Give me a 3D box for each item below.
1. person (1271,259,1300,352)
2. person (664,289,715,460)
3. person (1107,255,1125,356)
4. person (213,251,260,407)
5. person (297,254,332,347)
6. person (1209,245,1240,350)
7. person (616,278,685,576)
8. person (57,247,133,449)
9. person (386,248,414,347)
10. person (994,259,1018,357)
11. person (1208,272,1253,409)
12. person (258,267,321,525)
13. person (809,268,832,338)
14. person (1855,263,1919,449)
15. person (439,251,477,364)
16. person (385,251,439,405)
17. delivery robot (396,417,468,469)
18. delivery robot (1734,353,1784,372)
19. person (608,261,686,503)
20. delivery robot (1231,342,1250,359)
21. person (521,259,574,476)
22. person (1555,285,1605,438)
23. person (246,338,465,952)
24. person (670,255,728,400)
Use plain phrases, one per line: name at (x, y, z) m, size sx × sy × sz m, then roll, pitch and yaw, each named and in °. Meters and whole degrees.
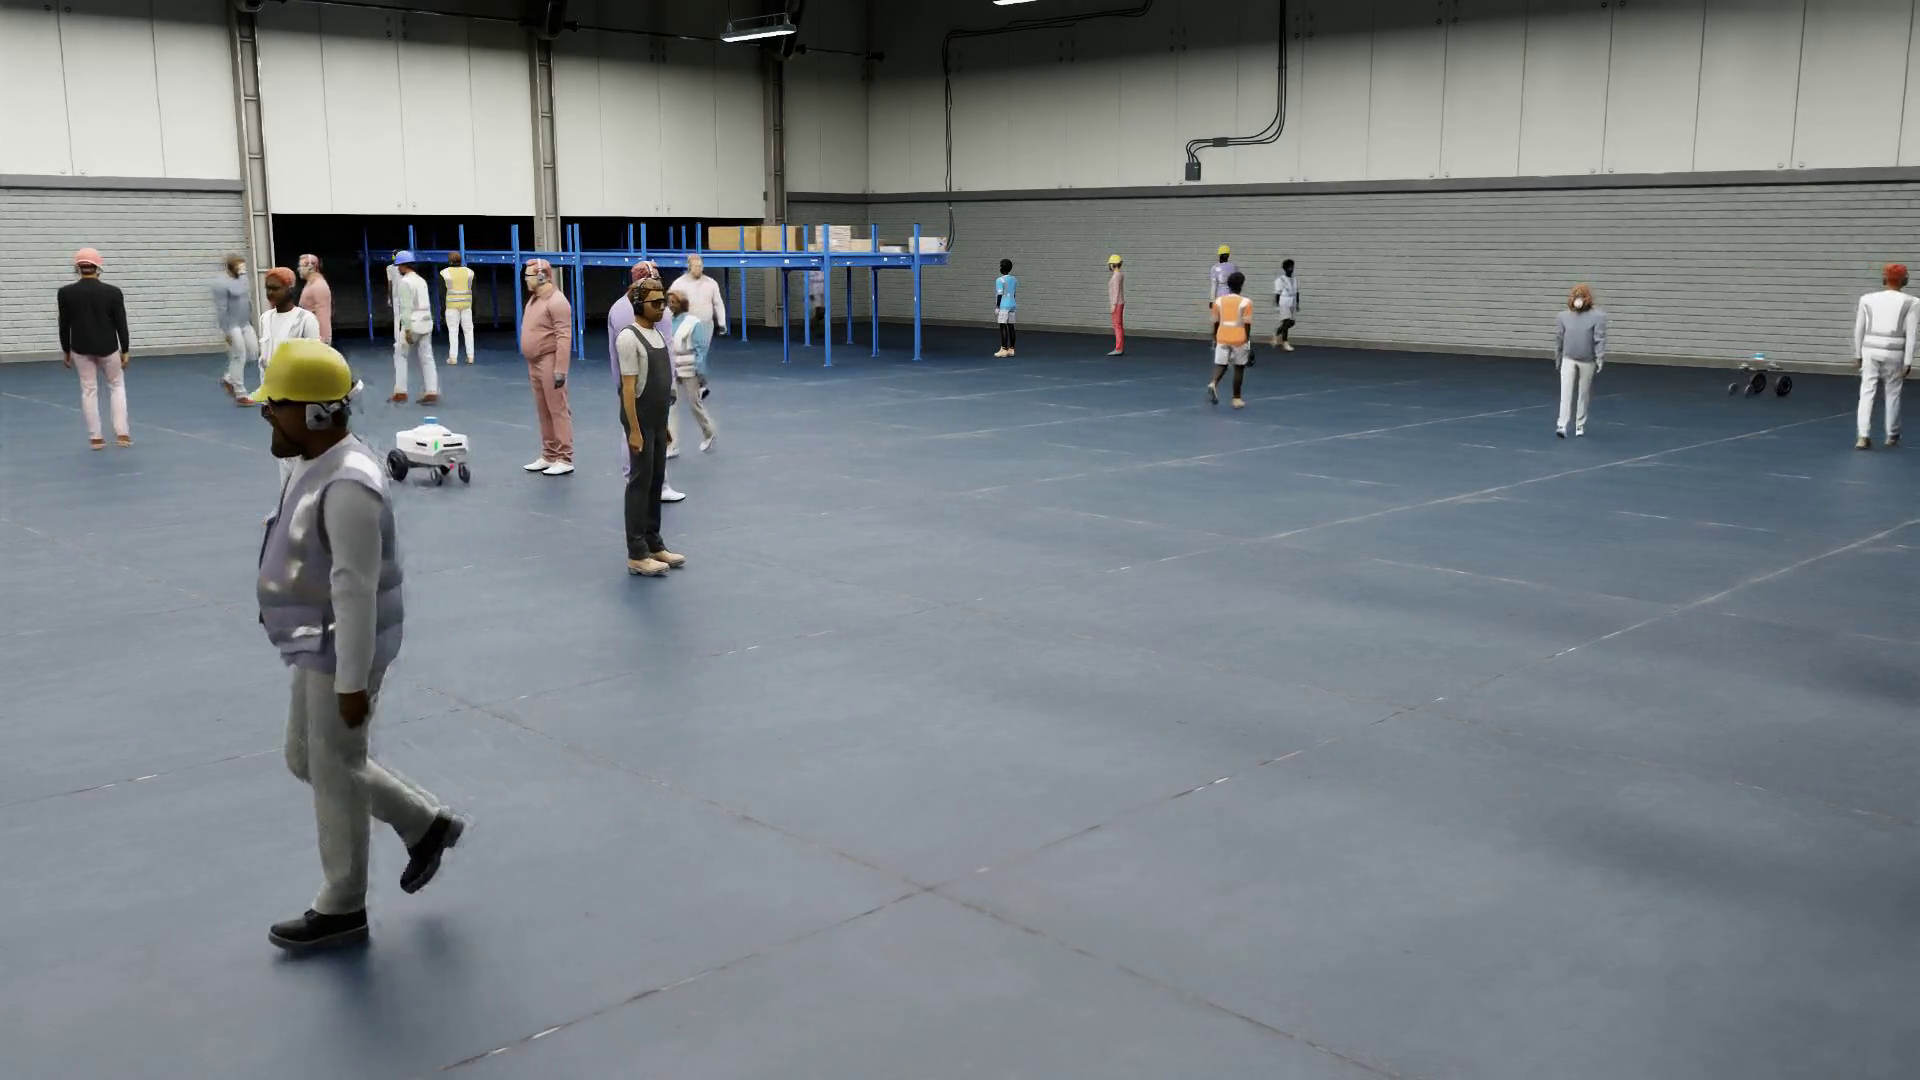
person at (5.960, -4.327, 30.589) m, size 0.537 × 1.680 × 0.600 m, roll -8°, pitch 13°, yaw -36°
person at (-2.639, -1.615, 16.024) m, size 0.525 × 1.611 × 0.776 m, roll 4°, pitch 11°, yaw 22°
person at (2.743, -4.151, 29.416) m, size 0.326 × 1.767 × 0.533 m, roll 3°, pitch 11°, yaw 15°
person at (-8.997, -2.609, 20.604) m, size 0.532 × 1.911 × 0.669 m, roll 2°, pitch 11°, yaw 12°
person at (-7.538, -2.348, 19.246) m, size 0.663 × 1.881 × 0.664 m, roll -4°, pitch 11°, yaw -21°
person at (4.866, -4.469, 30.714) m, size 0.594 × 1.922 × 0.386 m, roll -4°, pitch 11°, yaw -21°
person at (-1.957, -0.717, 10.469) m, size 0.337 × 1.845 × 0.514 m, roll 2°, pitch 11°, yaw 12°
person at (-8.589, -1.900, 16.524) m, size 0.638 × 1.991 × 0.405 m, roll -3°, pitch 11°, yaw -18°
person at (-10.648, -4.612, 31.681) m, size 0.509 × 1.861 × 0.312 m, roll -6°, pitch 12°, yaw -30°
person at (0.797, -4.055, 29.072) m, size 0.318 × 1.700 × 0.535 m, roll 8°, pitch 13°, yaw 36°
person at (3.284, -2.427, 20.270) m, size 0.534 × 1.677 × 0.639 m, roll 7°, pitch 12°, yaw 33°
person at (-4.839, -1.020, 12.015) m, size 0.586 × 1.883 × 0.342 m, roll 6°, pitch 12°, yaw 28°
person at (-2.925, -5.166, 34.497) m, size 0.543 × 1.927 × 0.510 m, roll -9°, pitch 14°, yaw -40°
person at (9.259, -1.841, 16.652) m, size 0.579 × 1.834 × 0.974 m, roll 8°, pitch 13°, yaw 38°
person at (-8.323, -3.850, 27.561) m, size 0.627 × 1.845 × 0.429 m, roll -7°, pitch 13°, yaw -35°
person at (-6.901, -2.650, 20.820) m, size 0.776 × 1.909 × 0.613 m, roll 3°, pitch 11°, yaw 14°
delivery robot at (-4.587, -0.826, 14.448) m, size 0.707 × 0.478 × 0.477 m, roll 10°, pitch 14°, yaw 42°
delivery robot at (10.660, -2.374, 22.163) m, size 0.698 × 0.223 × 0.335 m, roll -4°, pitch 11°, yaw -23°
person at (-2.487, -1.260, 13.267) m, size 0.645 × 1.907 × 0.400 m, roll 7°, pitch 13°, yaw 35°
delivery robot at (4.423, -3.112, 26.912) m, size 0.477 × 0.478 × 0.707 m, roll 6°, pitch 12°, yaw 30°
person at (-3.689, -1.536, 14.777) m, size 0.399 × 1.904 × 0.644 m, roll -8°, pitch 13°, yaw -36°
person at (6.465, -1.859, 17.391) m, size 0.514 × 1.583 × 0.852 m, roll 5°, pitch 12°, yaw 26°
person at (-1.821, 0.306, 4.957) m, size 0.515 × 1.820 × 0.611 m, roll -5°, pitch 12°, yaw -28°
person at (-3.350, -2.730, 21.437) m, size 0.651 × 1.845 × 1.020 m, roll -7°, pitch 12°, yaw -33°
